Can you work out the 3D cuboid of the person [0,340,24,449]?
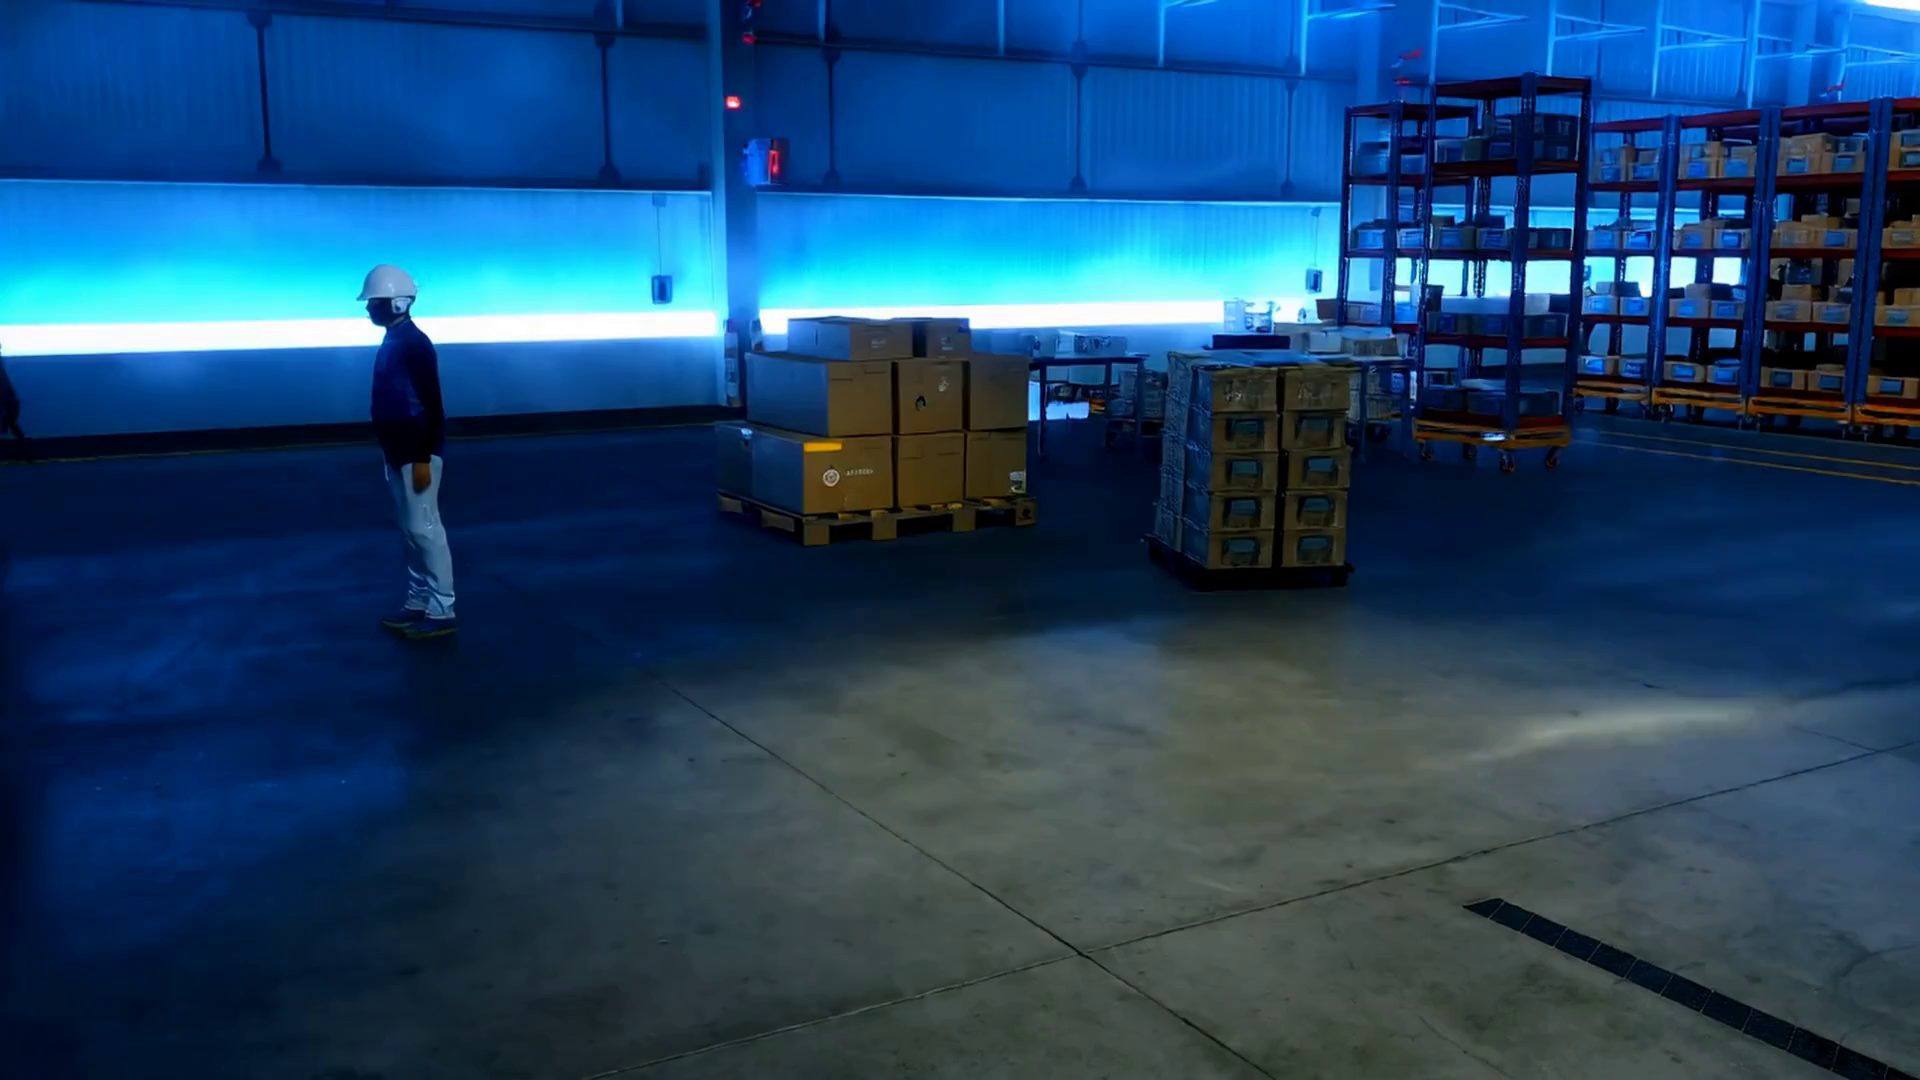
[{"bbox_3d":[-6.257,-0.736,10.522,0.652,1.924,0.633,5,11,26],"label":"person"}]

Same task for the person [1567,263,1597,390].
[{"bbox_3d":[8.936,-3.045,23.857,0.381,1.839,0.566,3,11,18],"label":"person"}]

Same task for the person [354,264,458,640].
[{"bbox_3d":[-2.957,-0.464,8.850,0.415,1.985,0.611,-7,12,-35],"label":"person"}]
